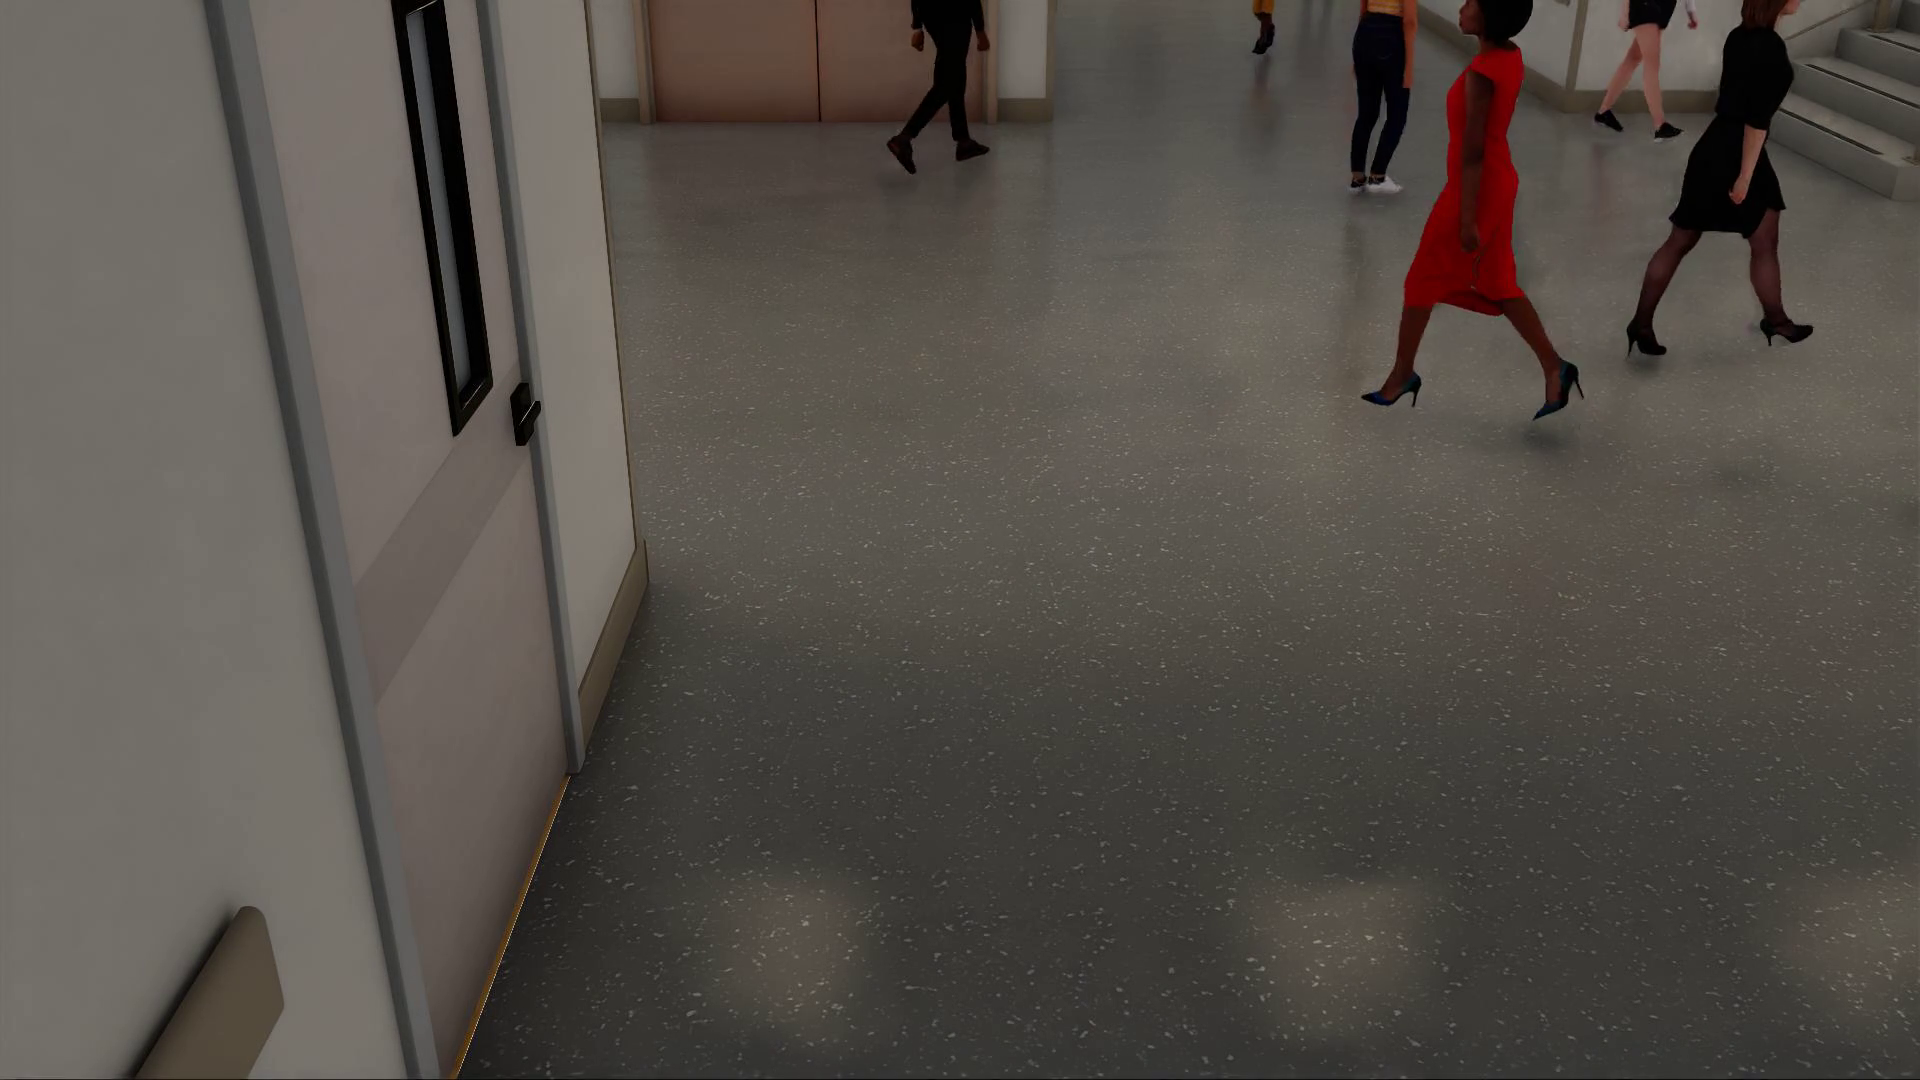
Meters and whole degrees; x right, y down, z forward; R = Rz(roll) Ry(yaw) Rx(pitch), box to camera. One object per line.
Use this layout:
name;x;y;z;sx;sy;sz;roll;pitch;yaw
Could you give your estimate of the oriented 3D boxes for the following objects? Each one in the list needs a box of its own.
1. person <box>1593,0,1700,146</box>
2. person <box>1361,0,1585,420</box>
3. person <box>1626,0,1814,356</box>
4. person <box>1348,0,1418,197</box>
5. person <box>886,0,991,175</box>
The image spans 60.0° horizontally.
person;4.534;-3.518;11.055;1.137;1.702;0.960;-11;28;-21
person;2.055;-1.242;6.330;1.142;1.706;0.954;16;30;30
person;3.151;-1.540;6.995;1.066;1.665;0.662;-3;26;-5
person;2.432;-2.798;9.682;0.796;1.597;0.752;-13;29;-25
person;-0.141;-3.130;10.171;1.223;1.771;1.137;-22;33;-38
